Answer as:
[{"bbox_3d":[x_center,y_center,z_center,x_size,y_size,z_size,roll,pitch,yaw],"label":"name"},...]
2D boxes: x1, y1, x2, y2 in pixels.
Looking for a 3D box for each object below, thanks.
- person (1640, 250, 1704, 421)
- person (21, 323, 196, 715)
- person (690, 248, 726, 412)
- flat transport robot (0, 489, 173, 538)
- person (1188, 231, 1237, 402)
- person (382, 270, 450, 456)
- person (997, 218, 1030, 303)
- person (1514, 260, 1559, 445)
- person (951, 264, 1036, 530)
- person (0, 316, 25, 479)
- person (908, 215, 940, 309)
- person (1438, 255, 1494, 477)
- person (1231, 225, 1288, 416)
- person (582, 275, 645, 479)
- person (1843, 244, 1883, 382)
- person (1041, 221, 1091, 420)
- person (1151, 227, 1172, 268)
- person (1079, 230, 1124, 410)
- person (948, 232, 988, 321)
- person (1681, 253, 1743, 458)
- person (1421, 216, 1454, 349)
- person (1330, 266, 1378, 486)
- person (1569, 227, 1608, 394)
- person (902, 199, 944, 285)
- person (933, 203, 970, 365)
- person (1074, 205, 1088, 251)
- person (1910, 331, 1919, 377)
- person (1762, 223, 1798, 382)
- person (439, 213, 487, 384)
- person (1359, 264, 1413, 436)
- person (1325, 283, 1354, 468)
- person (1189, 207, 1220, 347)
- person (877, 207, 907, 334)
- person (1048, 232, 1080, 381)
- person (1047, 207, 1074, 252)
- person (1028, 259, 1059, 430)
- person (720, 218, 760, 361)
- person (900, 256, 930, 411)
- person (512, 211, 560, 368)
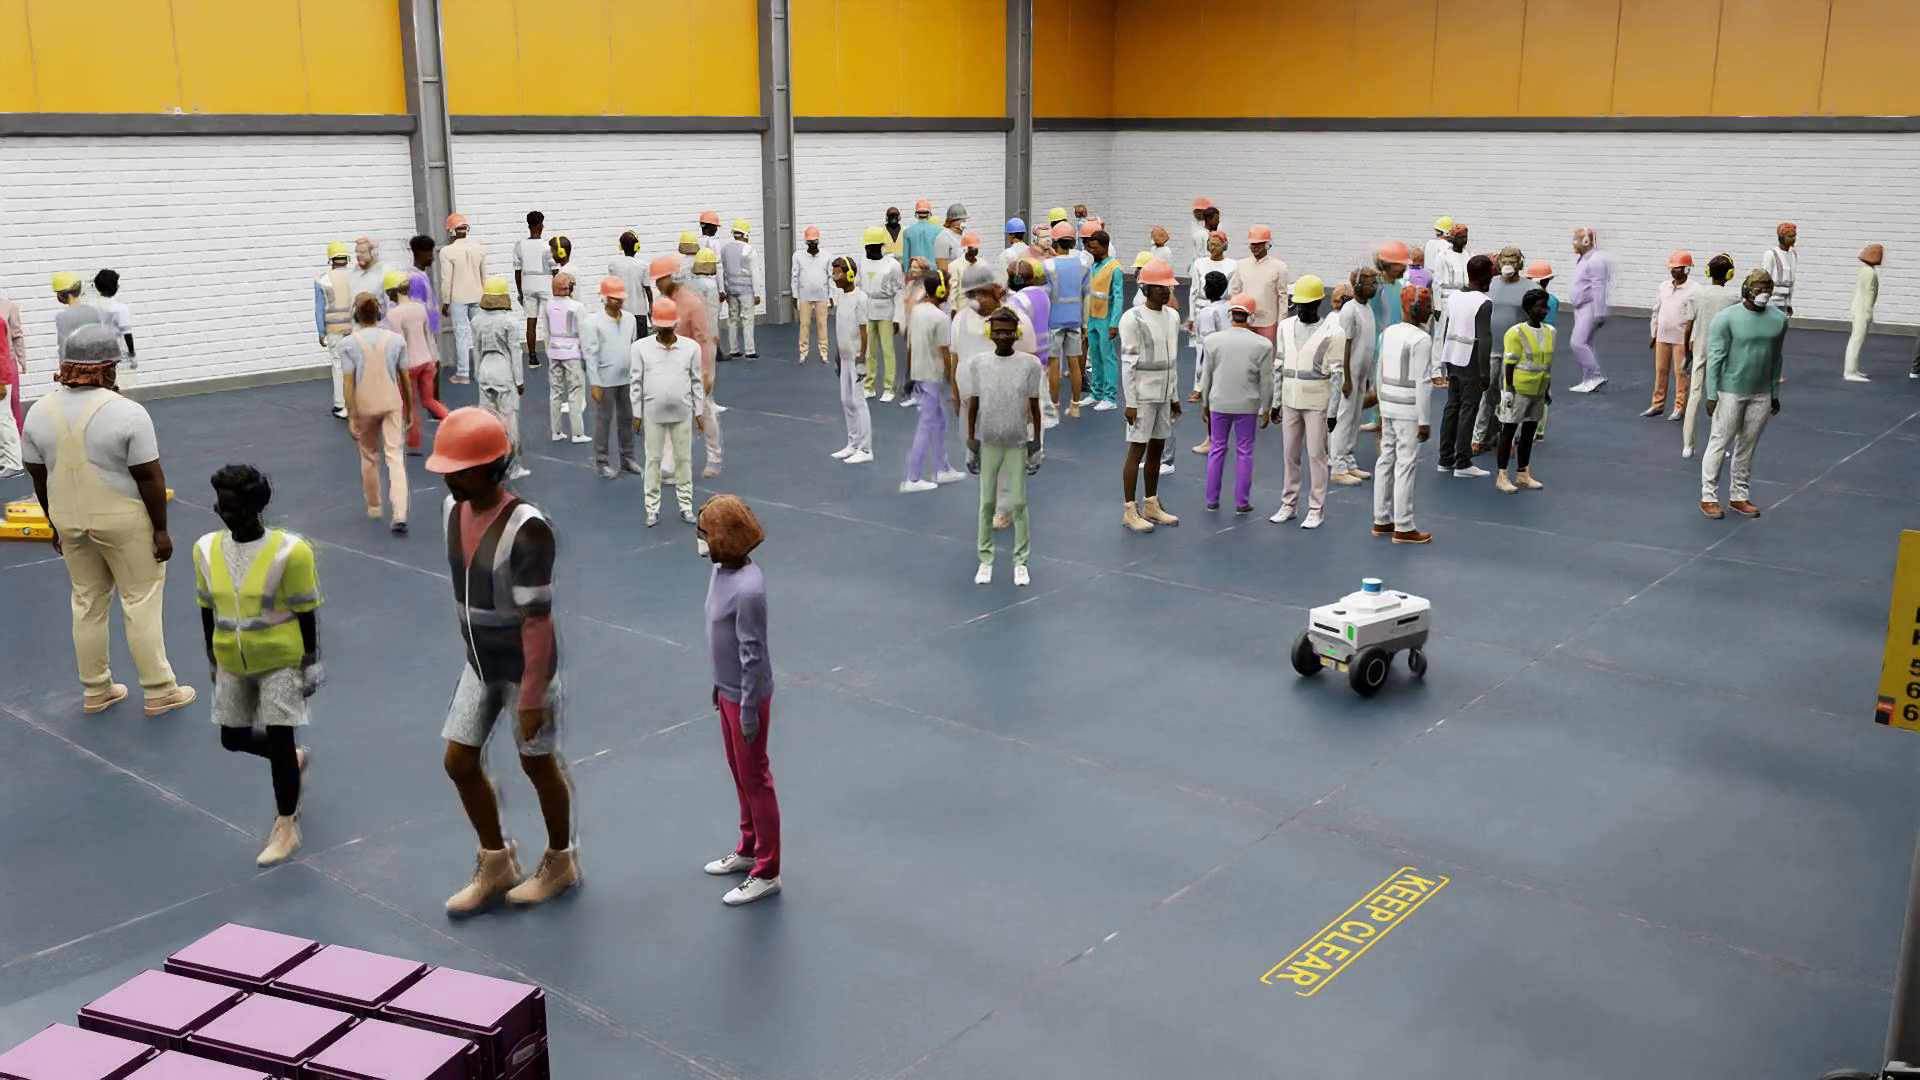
[{"bbox_3d":[7.376,-2.112,17.193,0.329,1.750,0.572,-9,17,-32],"label":"person"},{"bbox_3d":[-4.369,-0.106,8.599,0.689,2.000,0.537,2,14,8],"label":"person"},{"bbox_3d":[-2.697,-2.233,17.725,0.334,1.734,0.482,-9,17,-31],"label":"person"},{"bbox_3d":[-6.791,-0.278,12.874,0.652,0.197,1.431,1,14,4],"label":"flat transport robot"},{"bbox_3d":[2.782,-2.434,18.222,0.573,1.883,0.353,6,15,23],"label":"person"},{"bbox_3d":[-4.916,-1.595,15.182,0.683,1.731,0.542,5,15,20],"label":"person"},{"bbox_3d":[0.679,-2.816,19.635,0.607,1.940,0.416,-11,18,-38],"label":"person"},{"bbox_3d":[5.469,-1.783,15.879,0.327,1.753,0.563,11,18,38],"label":"person"},{"bbox_3d":[0.251,-1.127,12.678,0.699,2.000,0.700,6,15,21],"label":"person"},{"bbox_3d":[-8.410,-1.403,14.391,0.574,1.742,0.355,12,18,39],"label":"person"},{"bbox_3d":[-0.476,-3.781,23.850,0.538,1.758,0.358,-4,15,-15],"label":"person"},{"bbox_3d":[4.400,-1.511,14.459,0.373,1.917,0.594,-4,15,-15],"label":"person"},{"bbox_3d":[3.118,-2.301,17.460,0.622,1.992,0.394,9,16,31],"label":"person"},{"bbox_3d":[-2.983,-1.412,14.403,0.344,1.748,0.575,11,18,38],"label":"person"},{"bbox_3d":[10.798,-2.718,19.867,0.271,1.631,0.505,4,15,15],"label":"person"},{"bbox_3d":[1.044,-2.240,17.121,0.614,2.043,0.373,-7,15,-24],"label":"person"},{"bbox_3d":[2.747,-3.519,23.060,0.279,1.633,0.498,-7,16,-25],"label":"person"},{"bbox_3d":[1.526,-2.357,17.851,0.379,1.913,0.597,-8,16,-29],"label":"person"},{"bbox_3d":[0.127,-2.817,20.012,0.575,1.748,0.337,-9,17,-33],"label":"person"},{"bbox_3d":[6.861,-1.668,15.183,0.517,1.874,0.327,11,18,38],"label":"person"},{"bbox_3d":[6.343,-3.349,21.978,0.404,1.830,0.602,-6,15,-22],"label":"person"},{"bbox_3d":[3.367,-1.397,14.151,0.351,1.846,0.506,9,17,32],"label":"person"},{"bbox_3d":[7.121,-2.597,18.884,0.451,1.877,0.668,1,14,4],"label":"person"},{"bbox_3d":[-0.508,-3.793,23.466,0.602,1.986,0.411,1,14,6],"label":"person"},{"bbox_3d":[-0.020,-3.252,21.171,0.536,2.000,0.672,7,16,26],"label":"person"},{"bbox_3d":[2.145,-5.082,29.318,0.312,1.634,0.514,2,14,10],"label":"person"},{"bbox_3d":[11.735,-2.859,19.882,0.411,1.907,0.592,-2,14,-7],"label":"person"},{"bbox_3d":[9.663,-2.798,19.678,0.575,1.882,0.361,-9,17,-31],"label":"person"},{"bbox_3d":[-5.854,-2.847,19.646,0.388,1.993,0.612,11,18,38],"label":"person"},{"bbox_3d":[4.214,-1.936,16.311,0.339,1.842,0.507,-7,16,-27],"label":"person"},{"bbox_3d":[3.383,-1.466,14.846,0.308,1.639,0.524,-2,14,-8],"label":"person"},{"bbox_3d":[3.358,-3.611,22.880,0.384,1.910,0.596,8,16,30],"label":"person"},{"bbox_3d":[-0.974,-3.928,24.276,0.623,1.845,0.430,-3,14,-12],"label":"person"},{"bbox_3d":[1.274,-2.822,19.874,0.523,1.834,0.343,-7,16,-27],"label":"person"},{"bbox_3d":[1.351,-3.522,22.481,0.377,1.925,0.585,4,15,15],"label":"person"},{"bbox_3d":[0.806,-1.948,16.646,0.408,1.717,0.522,0,14,1],"label":"person"},{"bbox_3d":[-2.825,-3.237,21.553,0.593,1.824,0.403,8,16,30],"label":"person"},{"bbox_3d":[-0.432,-2.221,17.851,0.306,1.645,0.521,-9,17,-33],"label":"person"},{"bbox_3d":[-5.267,-3.126,20.822,0.603,1.963,0.368,2,14,7],"label":"person"}]
